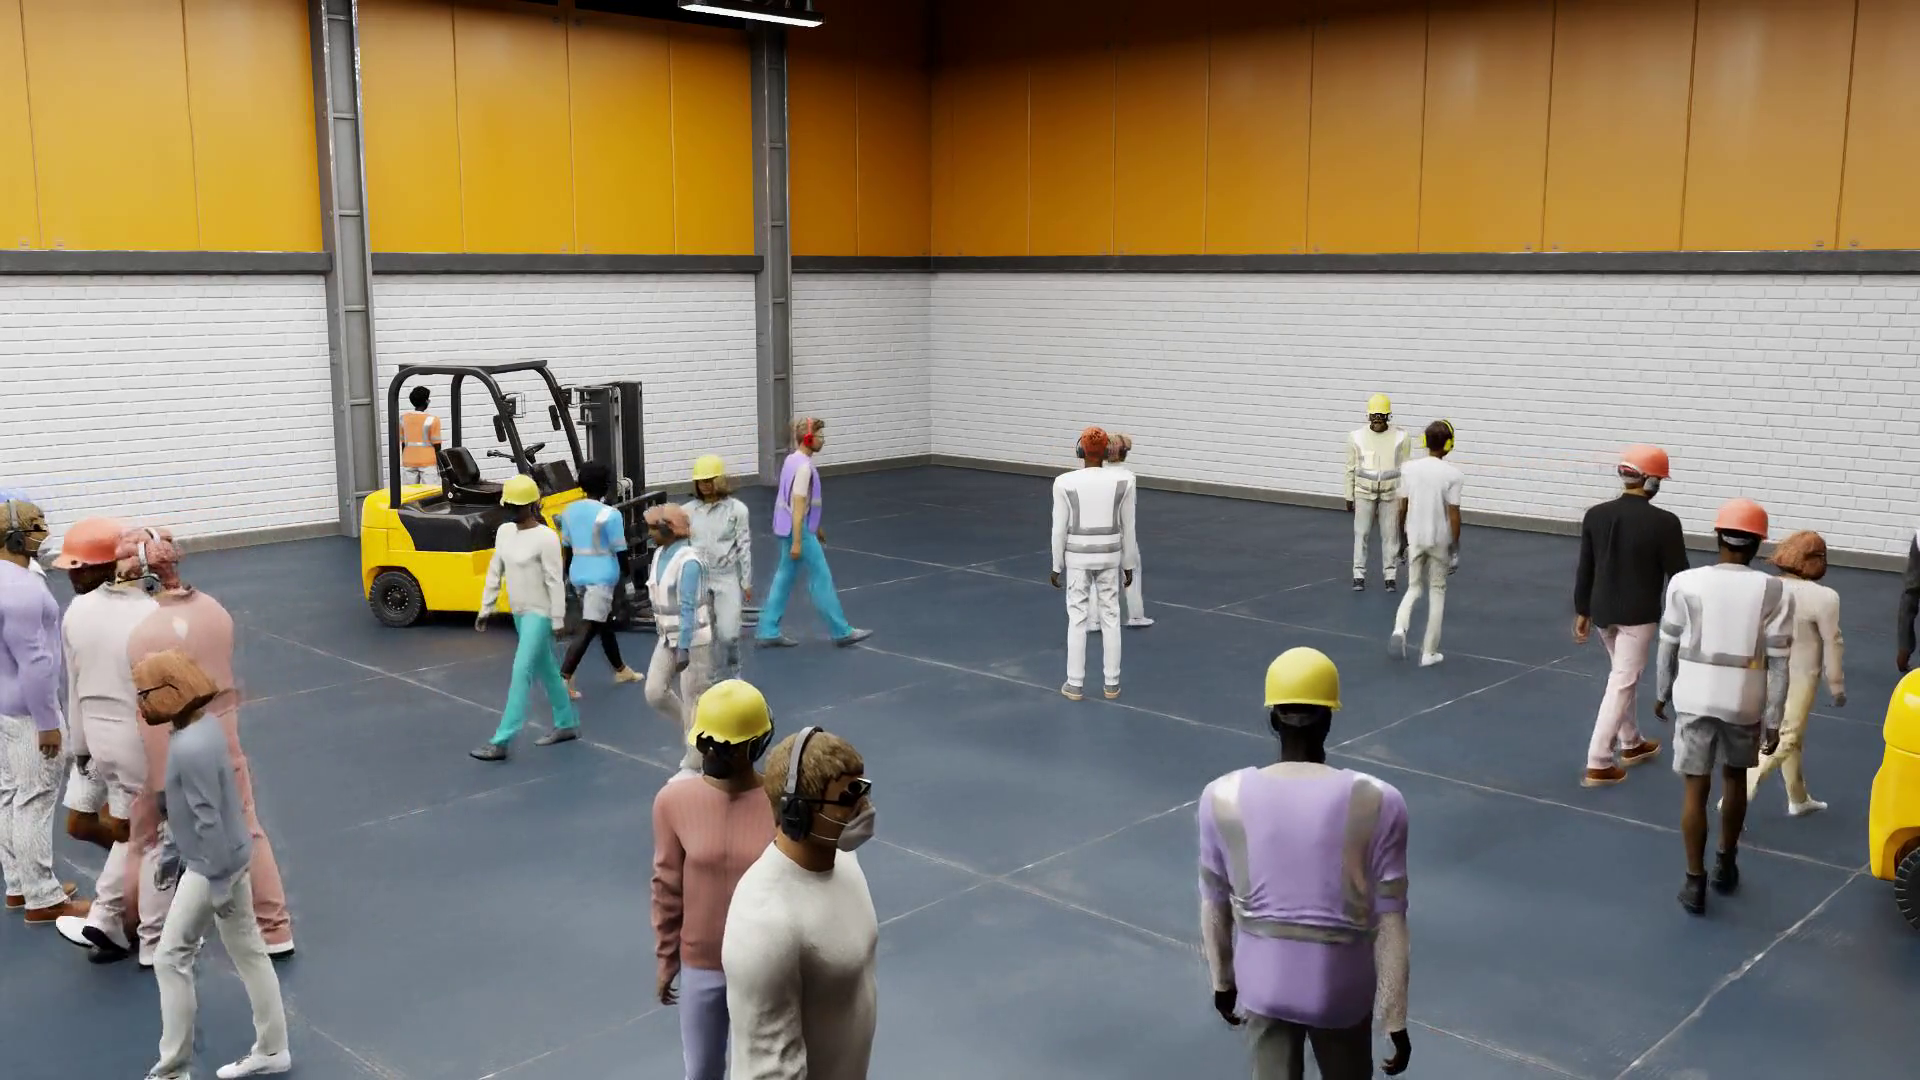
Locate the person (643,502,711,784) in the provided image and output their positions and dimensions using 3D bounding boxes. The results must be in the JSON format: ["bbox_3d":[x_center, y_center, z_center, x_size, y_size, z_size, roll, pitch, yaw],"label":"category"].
[{"bbox_3d":[-1.614,0.595,9.529,0.365,1.613,0.540,-8,12,-39],"label":"person"}]

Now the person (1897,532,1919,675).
[{"bbox_3d":[5.411,0.564,8.996,0.600,1.857,1.001,6,11,33],"label":"person"}]

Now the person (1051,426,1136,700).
[{"bbox_3d":[0.910,0.161,11.403,0.584,1.882,0.346,-1,9,-6],"label":"person"}]

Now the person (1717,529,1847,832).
[{"bbox_3d":[4.338,0.733,8.772,0.822,1.600,0.494,-3,10,-20],"label":"person"}]

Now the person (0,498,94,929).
[{"bbox_3d":[-4.193,0.772,7.490,0.362,1.939,0.635,-9,13,-43],"label":"person"}]

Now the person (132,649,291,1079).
[{"bbox_3d":[-2.778,1.188,5.949,0.688,1.599,0.508,-3,10,-17],"label":"person"}]

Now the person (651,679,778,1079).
[{"bbox_3d":[-0.659,1.270,4.976,0.526,1.765,0.330,0,9,3],"label":"person"}]

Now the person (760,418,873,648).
[{"bbox_3d":[-1.133,-0.046,12.899,0.927,1.797,0.592,-2,10,-14],"label":"person"}]

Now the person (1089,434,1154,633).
[{"bbox_3d":[1.296,-0.058,13.557,0.530,1.615,0.690,9,13,44],"label":"person"}]

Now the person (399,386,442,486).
[{"bbox_3d":[-5.824,-0.819,18.015,0.523,1.690,0.320,2,10,15],"label":"person"}]

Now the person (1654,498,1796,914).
[{"bbox_3d":[3.545,0.749,7.768,0.558,1.892,0.767,3,10,19],"label":"person"}]

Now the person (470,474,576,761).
[{"bbox_3d":[-2.677,0.466,10.025,0.535,1.721,0.894,9,13,42],"label":"person"}]

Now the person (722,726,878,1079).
[{"bbox_3d":[-0.338,1.369,3.831,0.370,1.940,0.630,1,9,8],"label":"person"}]

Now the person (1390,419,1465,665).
[{"bbox_3d":[3.430,0.037,12.274,0.535,1.845,0.538,7,12,37],"label":"person"}]

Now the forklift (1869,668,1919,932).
[{"bbox_3d":[5.205,0.723,7.013,2.313,2.155,1.214,9,13,43],"label":"forklift"}]

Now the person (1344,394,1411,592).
[{"bbox_3d":[3.819,-0.430,15.225,0.591,1.825,0.403,2,9,11],"label":"person"}]

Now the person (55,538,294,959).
[{"bbox_3d":[-3.328,0.896,7.028,1.030,1.835,0.663,2,9,11],"label":"person"}]

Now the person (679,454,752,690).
[{"bbox_3d":[-1.653,0.288,11.099,0.501,1.727,0.357,2,9,10],"label":"person"}]

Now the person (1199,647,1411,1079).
[{"bbox_3d":[0.997,1.240,4.769,0.612,1.883,0.849,3,10,19],"label":"person"}]

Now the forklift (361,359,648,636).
[{"bbox_3d":[-3.850,-0.407,13.936,2.313,2.155,1.214,2,9,11],"label":"forklift"}]

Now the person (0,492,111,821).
[{"bbox_3d":[-4.680,0.664,8.318,0.624,1.899,1.033,9,13,42],"label":"person"}]

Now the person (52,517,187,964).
[{"bbox_3d":[-3.587,0.841,7.110,0.575,1.923,0.479,6,11,32],"label":"person"}]

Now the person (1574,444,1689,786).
[{"bbox_3d":[3.941,0.421,9.605,0.930,1.947,0.613,-5,11,-28],"label":"person"}]

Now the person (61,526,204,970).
[{"bbox_3d":[-3.417,0.877,7.006,0.662,1.886,0.419,4,10,22],"label":"person"}]

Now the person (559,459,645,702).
[{"bbox_3d":[-2.526,0.272,11.459,0.534,1.659,0.889,7,12,38],"label":"person"}]
